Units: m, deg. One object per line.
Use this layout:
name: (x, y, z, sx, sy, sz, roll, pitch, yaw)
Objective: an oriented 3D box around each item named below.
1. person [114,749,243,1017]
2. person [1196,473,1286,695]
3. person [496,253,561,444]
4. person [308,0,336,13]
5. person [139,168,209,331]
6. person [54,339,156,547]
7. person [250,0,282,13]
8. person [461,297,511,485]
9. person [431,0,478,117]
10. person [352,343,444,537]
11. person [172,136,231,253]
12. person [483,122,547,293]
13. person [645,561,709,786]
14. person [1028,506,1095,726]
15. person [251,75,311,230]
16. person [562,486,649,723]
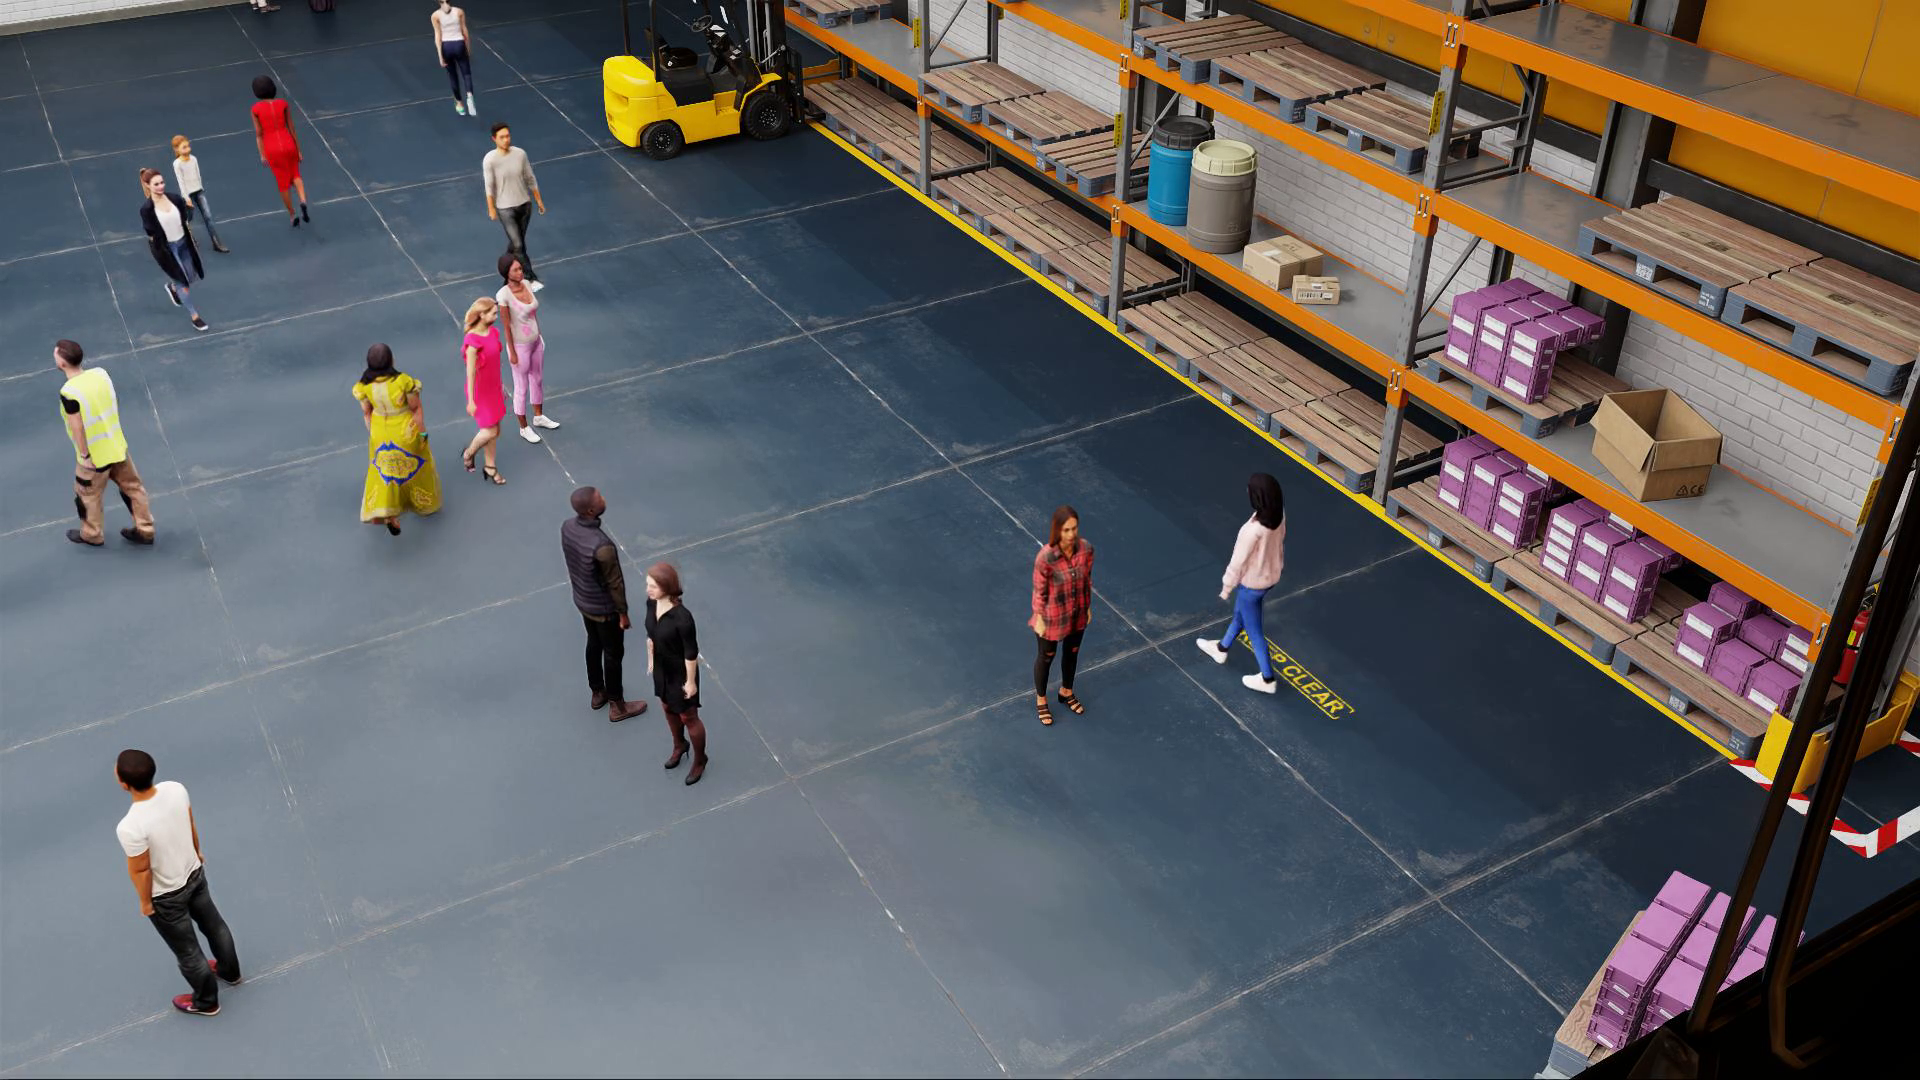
person: (-4.354, 1.886, 9.220, 0.760, 1.802, 0.692, 7, 34, 11)
person: (2.119, 0.341, 11.604, 1.067, 1.737, 0.872, 26, 41, 33)
person: (-3.850, -1.719, 14.699, 0.684, 1.742, 0.661, 15, 36, 21)
person: (-10.107, -9.074, 25.879, 0.678, 1.615, 0.763, 20, 39, 28)
person: (-7.892, -2.912, 16.562, 1.017, 1.666, 0.832, 23, 40, 31)
person: (-6.717, -0.717, 13.122, 1.094, 1.819, 1.036, 8, 35, 12)
person: (-11.039, -9.152, 25.825, 0.633, 1.804, 0.793, 27, 42, 35)
person: (-4.092, -1.256, 14.046, 0.903, 1.694, 0.843, 12, 36, 18)
person: (-6.556, -6.315, 21.663, 0.693, 1.688, 0.989, -13, 36, -19)
person: (-4.548, -0.790, 13.394, 1.102, 1.639, 1.314, -2, 34, -3)
person: (-8.456, -3.779, 18.209, 0.979, 1.286, 0.777, 18, 37, 24)
person: (-4.699, -3.504, 17.355, 0.800, 1.774, 1.172, -25, 41, -33)
person: (-1.855, 0.848, 10.872, 0.526, 1.704, 0.697, 27, 42, 34)
person: (0.698, 0.501, 11.394, 0.614, 1.703, 0.545, -16, 37, -23)
person: (-7.562, -4.289, 18.576, 0.597, 1.731, 0.745, -21, 39, -28)
person: (-2.470, 0.423, 11.391, 0.813, 1.835, 0.595, -28, 43, -36)
